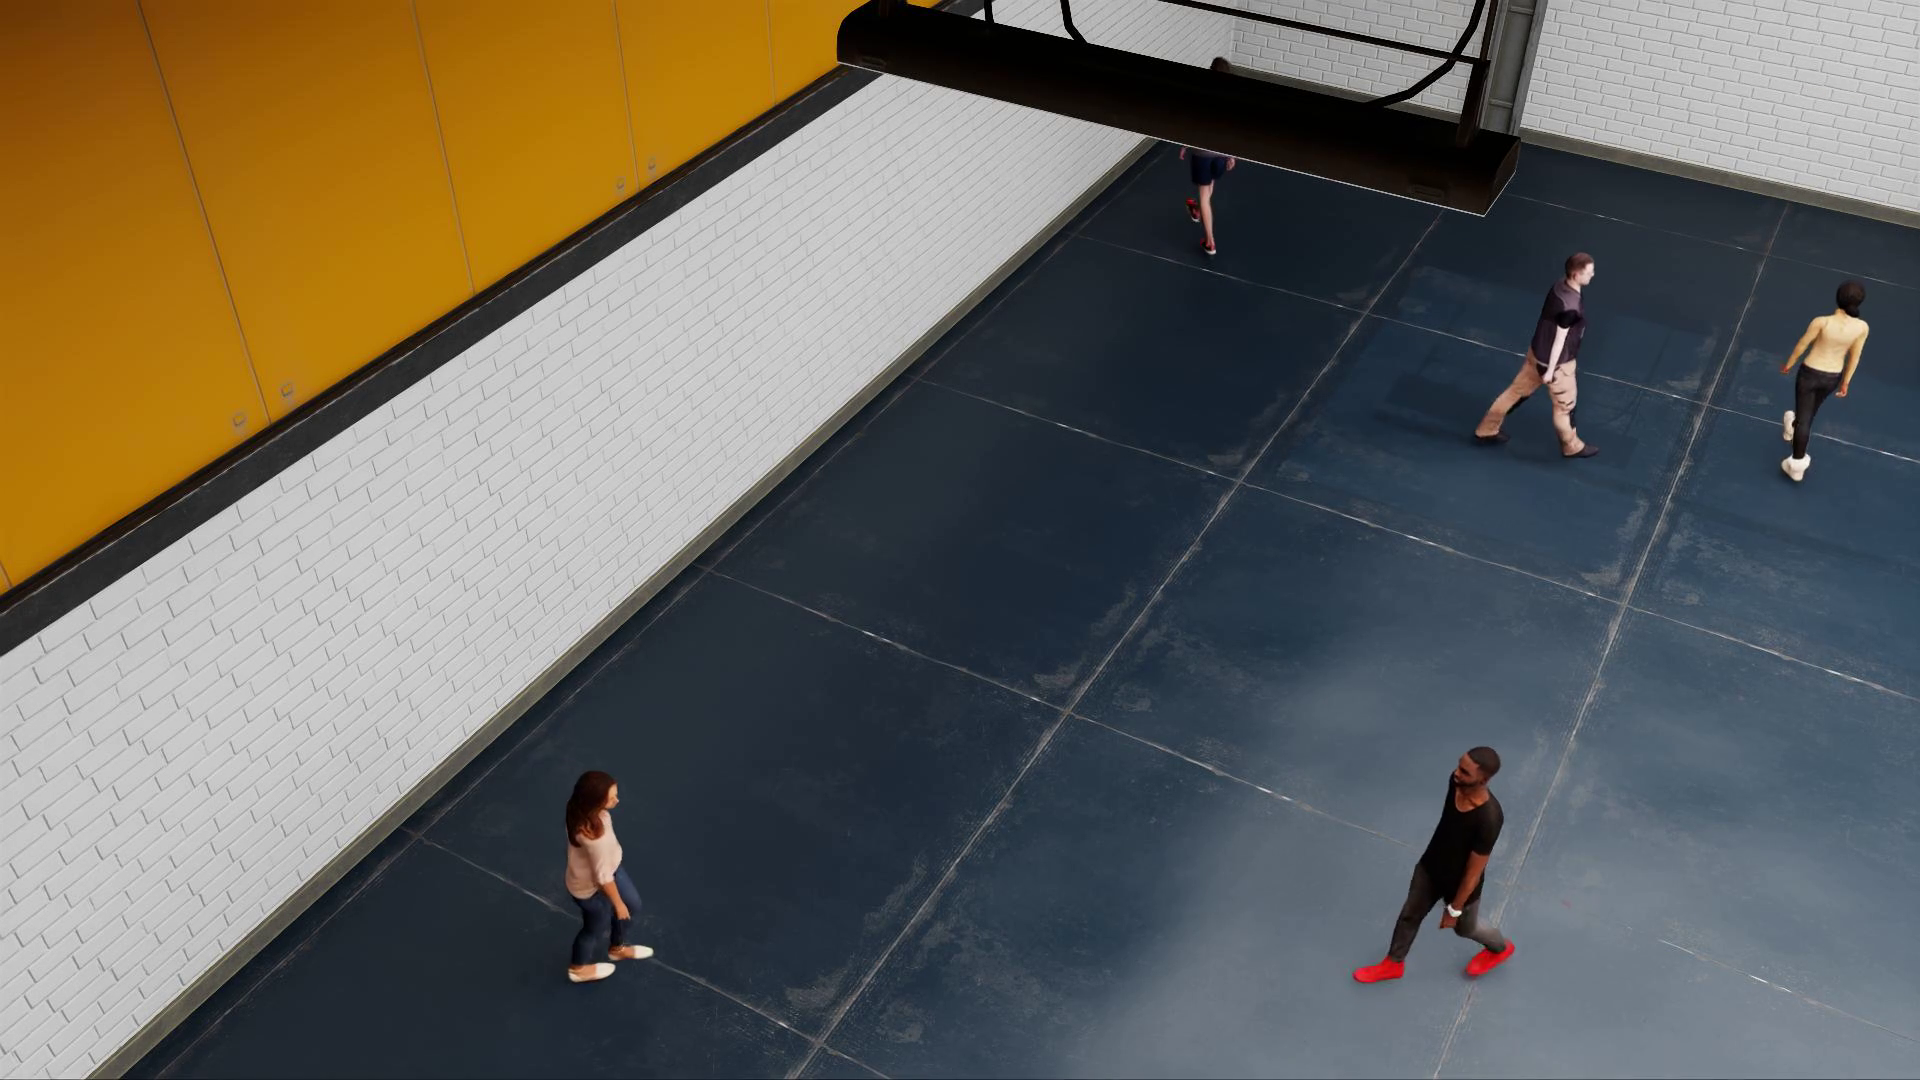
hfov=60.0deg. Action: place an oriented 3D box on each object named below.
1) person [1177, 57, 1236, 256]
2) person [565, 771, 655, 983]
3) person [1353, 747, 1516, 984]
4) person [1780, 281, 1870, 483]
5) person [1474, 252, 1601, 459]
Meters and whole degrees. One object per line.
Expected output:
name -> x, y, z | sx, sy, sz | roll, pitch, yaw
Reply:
person -> 2.374, -3.576, 15.685 | 1.163, 1.798, 1.233 | -10, 40, -12
person -> -2.028, 1.829, 8.960 | 0.859, 1.744, 0.795 | -12, 40, -15
person -> 2.757, 1.795, 8.969 | 1.212, 1.786, 1.146 | -9, 40, -11
person -> 6.656, -1.205, 12.853 | 1.084, 1.628, 0.915 | 5, 39, 7
person -> 4.526, -1.441, 13.013 | 1.294, 1.795, 1.027 | 4, 39, 4
